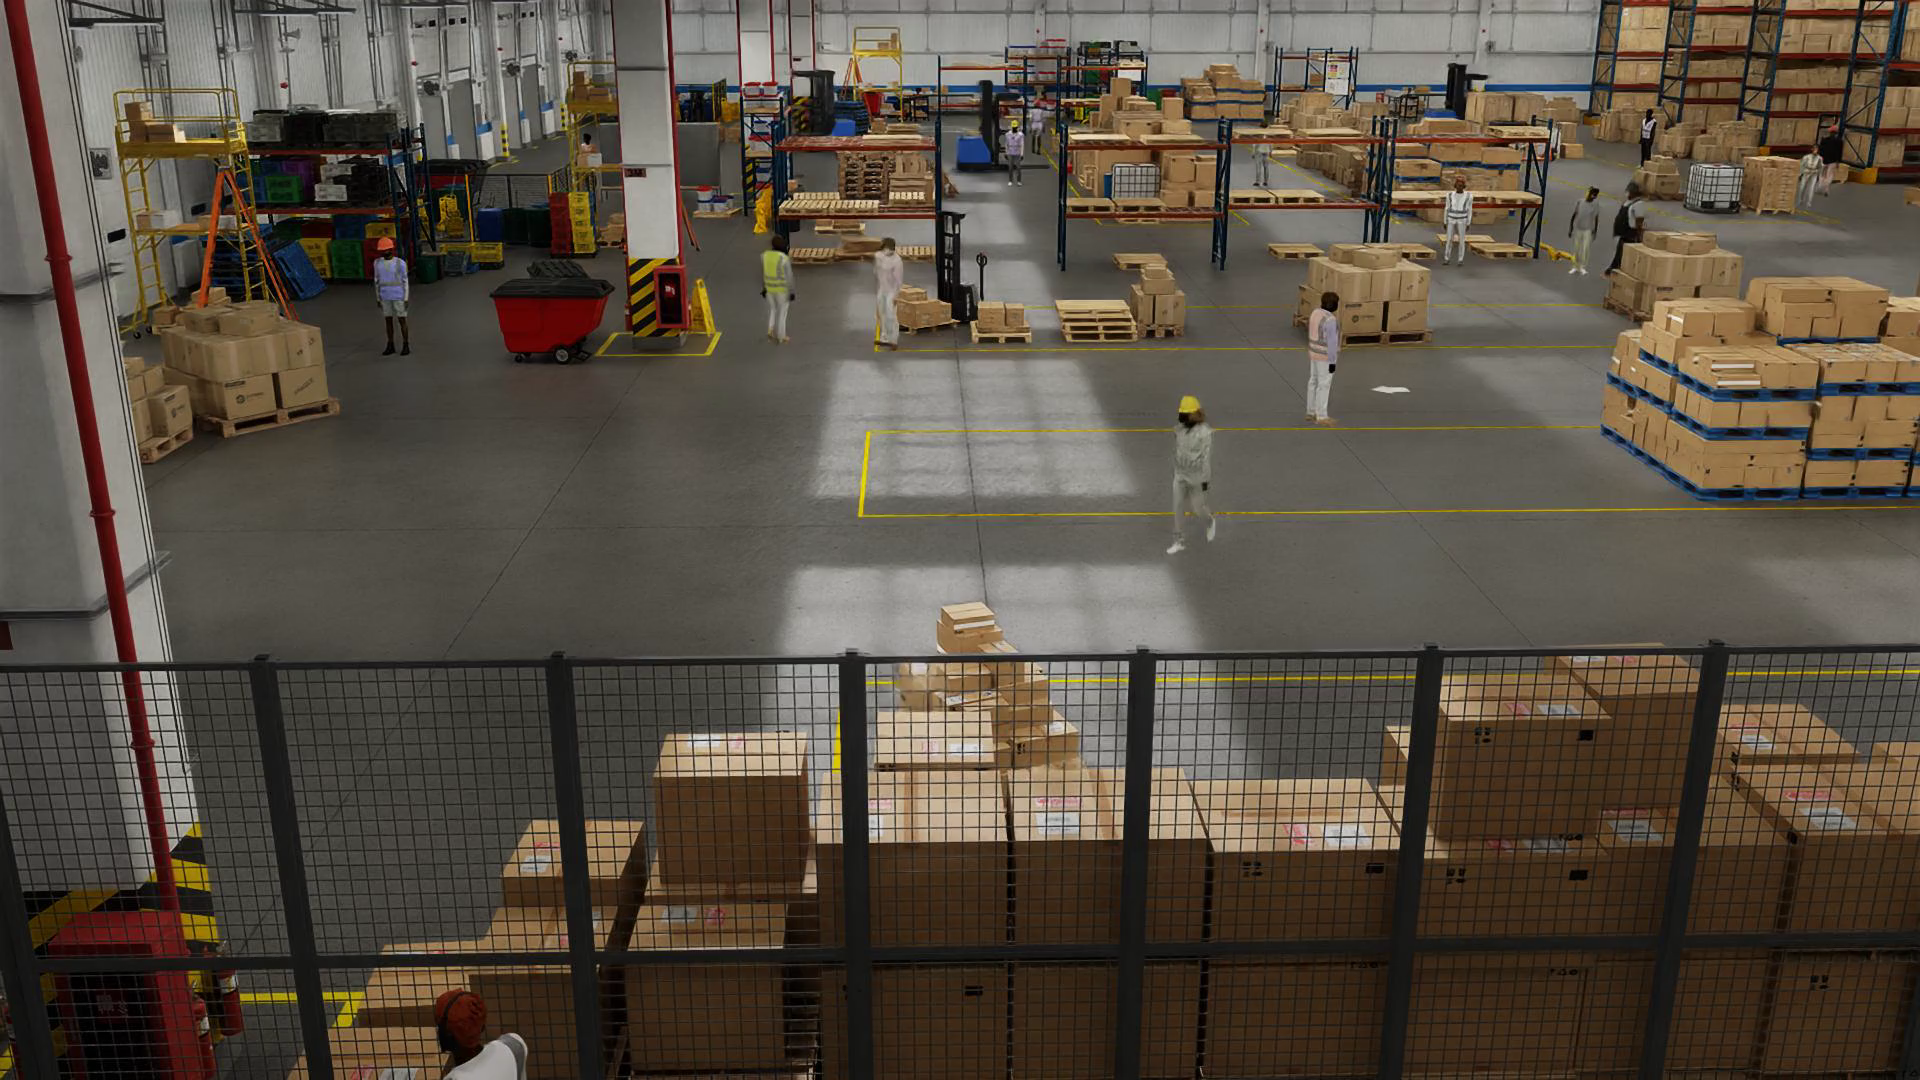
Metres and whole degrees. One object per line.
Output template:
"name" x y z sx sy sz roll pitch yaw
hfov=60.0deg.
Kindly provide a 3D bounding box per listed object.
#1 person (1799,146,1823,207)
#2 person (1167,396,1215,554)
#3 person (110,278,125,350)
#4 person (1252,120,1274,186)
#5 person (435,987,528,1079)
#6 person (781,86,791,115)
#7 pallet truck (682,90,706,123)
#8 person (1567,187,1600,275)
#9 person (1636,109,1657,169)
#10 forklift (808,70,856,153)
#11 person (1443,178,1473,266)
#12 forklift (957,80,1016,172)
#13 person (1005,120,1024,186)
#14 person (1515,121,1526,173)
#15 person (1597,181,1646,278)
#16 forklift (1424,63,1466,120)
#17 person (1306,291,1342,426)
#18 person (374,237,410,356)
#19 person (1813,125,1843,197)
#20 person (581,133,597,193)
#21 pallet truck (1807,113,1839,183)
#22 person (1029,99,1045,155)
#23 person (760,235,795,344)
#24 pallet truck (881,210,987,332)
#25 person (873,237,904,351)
"person" 23.079 -9.887 45.141 0.525 1.617 0.553 7 20 21
"person" 2.495 -0.718 17.780 0.493 1.723 0.581 15 24 38
"person" -13.928 -3.849 26.857 0.610 1.861 0.989 -5 19 -13
"person" 8.990 -11.500 49.438 0.636 1.938 0.358 -4 19 -13
"person" -2.050 2.775 7.174 0.339 1.882 0.581 8 20 23
"person" -6.880 -16.727 64.967 0.626 1.923 0.453 -5 19 -15
"pallet truck" -9.671 -15.907 62.421 0.823 1.965 1.885 5 19 15
"person" 12.973 -6.435 34.581 0.588 1.832 0.450 13 22 33
"person" 22.295 -12.999 53.932 0.396 1.911 0.588 -6 20 -17
"forklift" -4.742 -15.279 59.197 1.873 2.768 1.129 -10 21 -26
"person" 10.655 -6.812 35.637 0.572 1.876 0.355 9 21 25
"forklift" 0.848 -13.256 53.197 1.873 2.768 1.129 -1 19 -2
"person" 1.619 -11.523 49.552 0.589 1.915 0.412 7 20 20
"person" 17.753 -12.457 52.738 0.514 1.641 0.308 -17 25 -41
"person" 13.749 -6.394 34.132 1.046 2.000 0.688 1 19 3
"forklift" 18.945 -16.852 63.864 1.873 2.768 1.129 -3 19 -10
"person" 5.024 -2.508 22.916 0.429 1.839 0.634 -5 19 -14
"person" -9.244 -3.959 27.069 0.548 1.937 0.379 2 19 6
"person" 24.670 -10.773 47.252 0.647 1.950 0.928 6 20 17
"person" -10.667 -10.843 47.856 0.536 1.699 0.322 8 20 22
"pallet truck" 26.403 -11.957 50.702 0.823 1.965 1.885 6 19 16
"person" 2.703 -14.509 58.456 0.561 1.892 1.009 -2 19 -6
"person" -3.043 -4.204 27.959 0.655 1.830 0.447 12 22 31
"pallet truck" -0.493 -4.759 29.349 1.885 1.965 0.823 -13 23 -34
"person" -1.231 -4.085 27.525 0.397 1.900 0.798 -16 25 -40
